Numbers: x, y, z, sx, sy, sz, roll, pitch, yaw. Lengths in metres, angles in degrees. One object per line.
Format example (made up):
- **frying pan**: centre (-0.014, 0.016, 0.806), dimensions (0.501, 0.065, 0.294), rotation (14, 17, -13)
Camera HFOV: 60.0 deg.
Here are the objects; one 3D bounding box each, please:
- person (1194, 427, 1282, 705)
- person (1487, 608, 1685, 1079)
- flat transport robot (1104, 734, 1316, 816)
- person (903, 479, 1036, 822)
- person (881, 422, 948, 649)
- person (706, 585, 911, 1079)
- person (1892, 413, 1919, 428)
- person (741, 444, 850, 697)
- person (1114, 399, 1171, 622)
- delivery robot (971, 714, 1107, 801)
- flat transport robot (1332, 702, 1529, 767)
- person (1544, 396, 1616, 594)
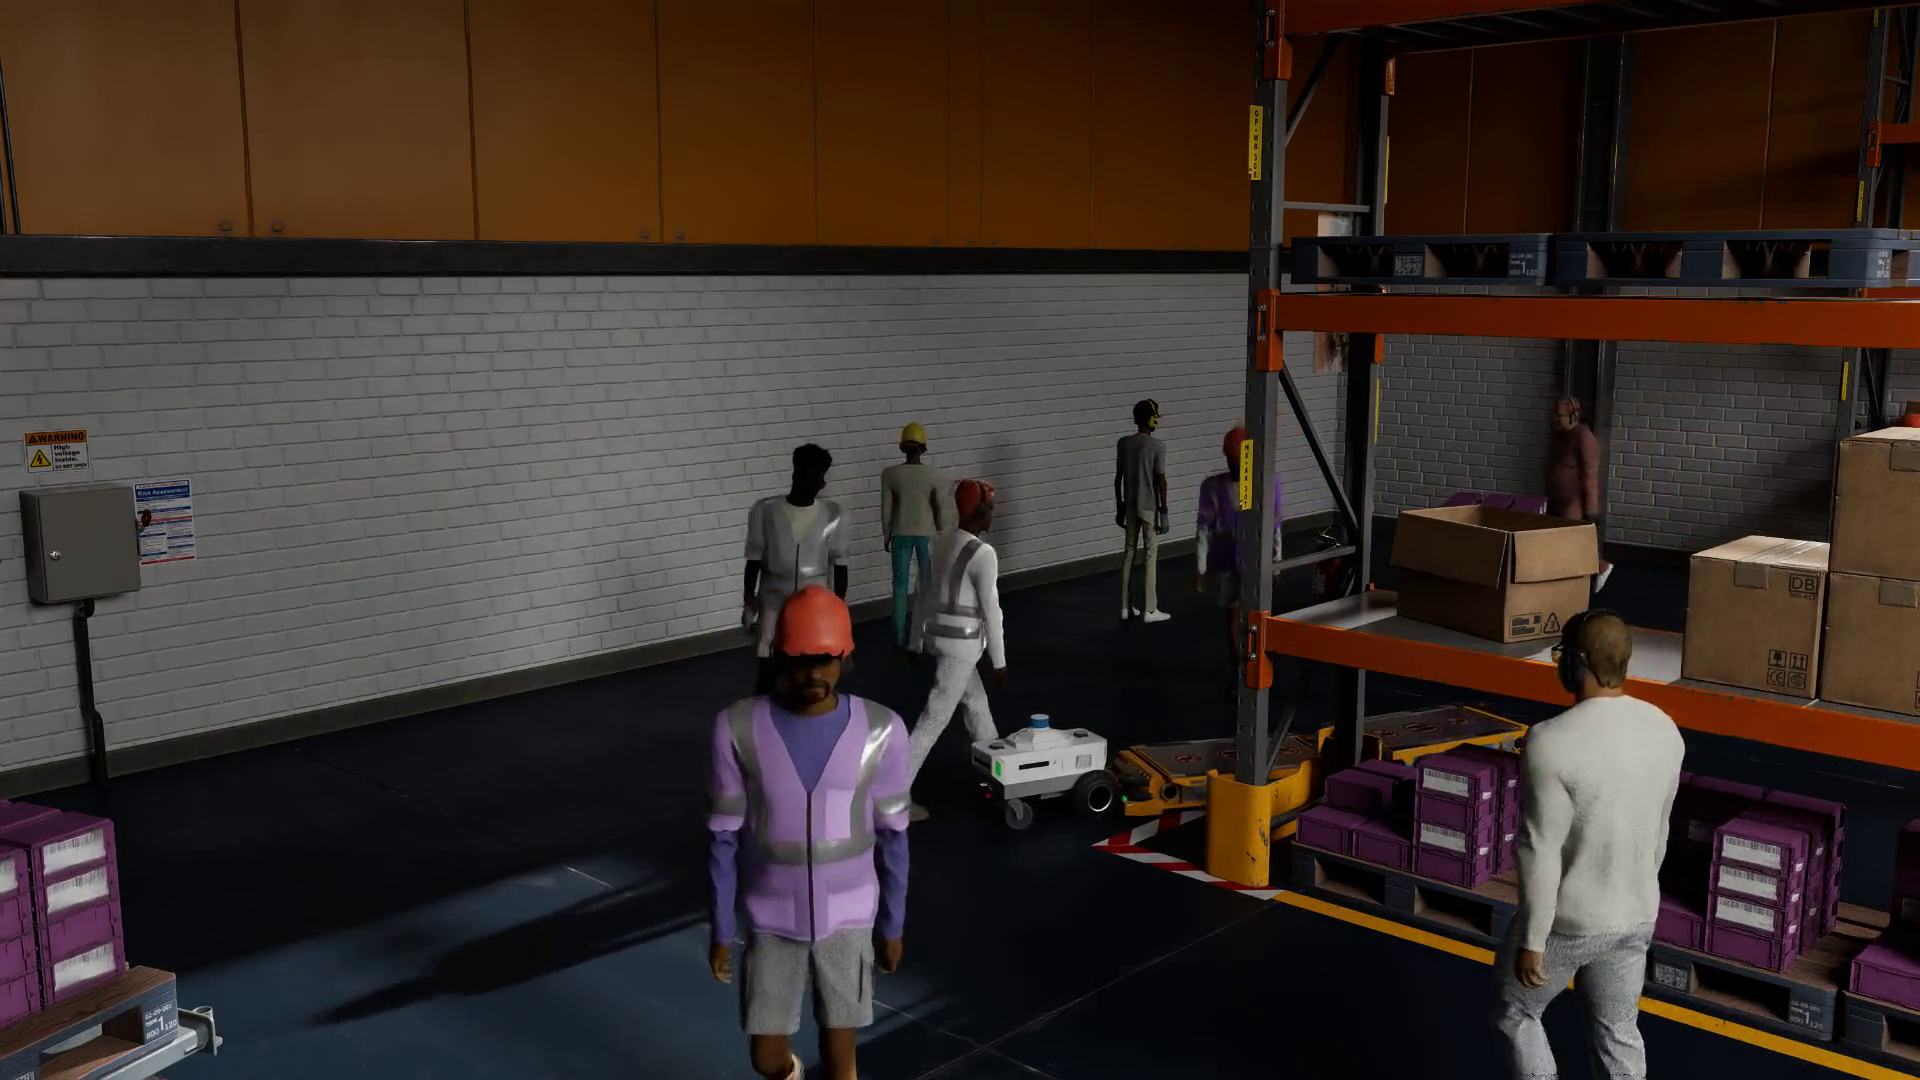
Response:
- **person**: centre (1.897, 0.164, 11.393), dimensions (0.564, 1.879, 1.035), rotation (3, 10, 20)
- **person**: centre (1.929, 1.158, 5.183), dimensions (0.655, 1.916, 0.582), rotation (-4, 10, -25)
- **flat transport robot**: centre (1.483, 1.303, 9.337), dimensions (1.431, 0.197, 0.652), rotation (-3, 10, -15)
- **person**: centre (-0.030, 0.589, 8.974), dimensions (1.006, 1.831, 0.591), rotation (-4, 10, -25)
- **person**: centre (-0.353, -0.028, 12.914), dimensions (0.526, 1.772, 0.307), rotation (1, 9, 9)
- **person**: centre (-0.457, 1.118, 5.091), dimensions (0.622, 2.031, 0.665), rotation (-1, 9, -6)
- **person**: centre (6.318, 0.148, 11.143), dimensions (0.623, 1.992, 0.396), rotation (-5, 10, -28)
- **person**: centre (-0.978, 0.388, 9.911), dimensions (0.653, 1.932, 0.468), rotation (-1, 9, -9)
- **person**: centre (1.531, -0.247, 13.951), dimensions (0.521, 1.870, 0.319), rotation (8, 12, 41)
- **delivery robot**: centre (0.424, 1.180, 8.935), dimensions (0.707, 0.478, 0.477), rotation (-5, 10, -26)
- **flat transport robot**: centre (2.812, 1.203, 9.950), dimensions (1.431, 0.197, 0.652), rotation (-5, 10, -26)
- **person**: centre (5.395, -0.330, 14.466), dimensions (0.758, 1.872, 0.659), rotation (-1, 9, -6)
